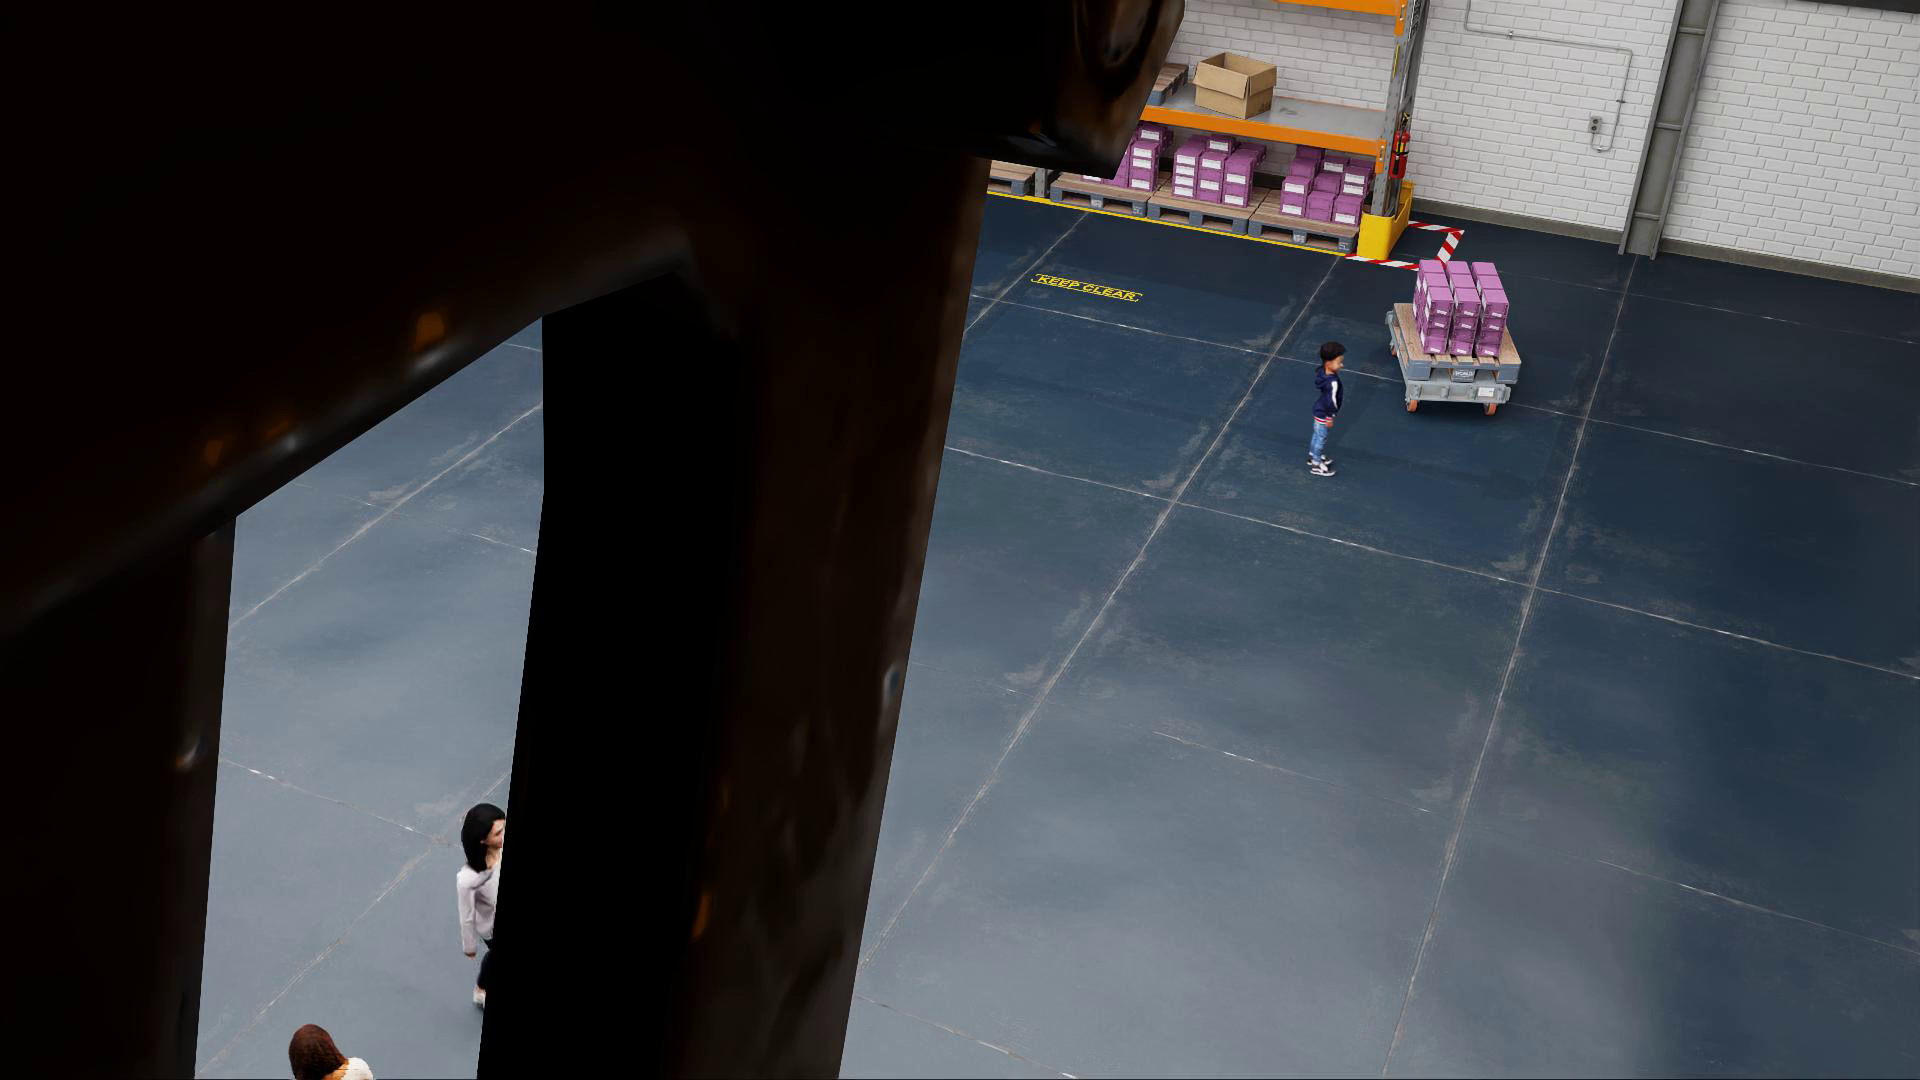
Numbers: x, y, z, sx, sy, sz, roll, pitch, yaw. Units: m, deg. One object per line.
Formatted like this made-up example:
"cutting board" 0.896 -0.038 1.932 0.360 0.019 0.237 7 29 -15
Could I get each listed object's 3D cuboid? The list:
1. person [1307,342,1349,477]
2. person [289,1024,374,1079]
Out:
"person" 3.163 -1.149 14.389 0.582 1.224 0.577 2 34 3
"person" -2.887 2.954 7.834 0.914 1.647 1.134 -24 41 -32
